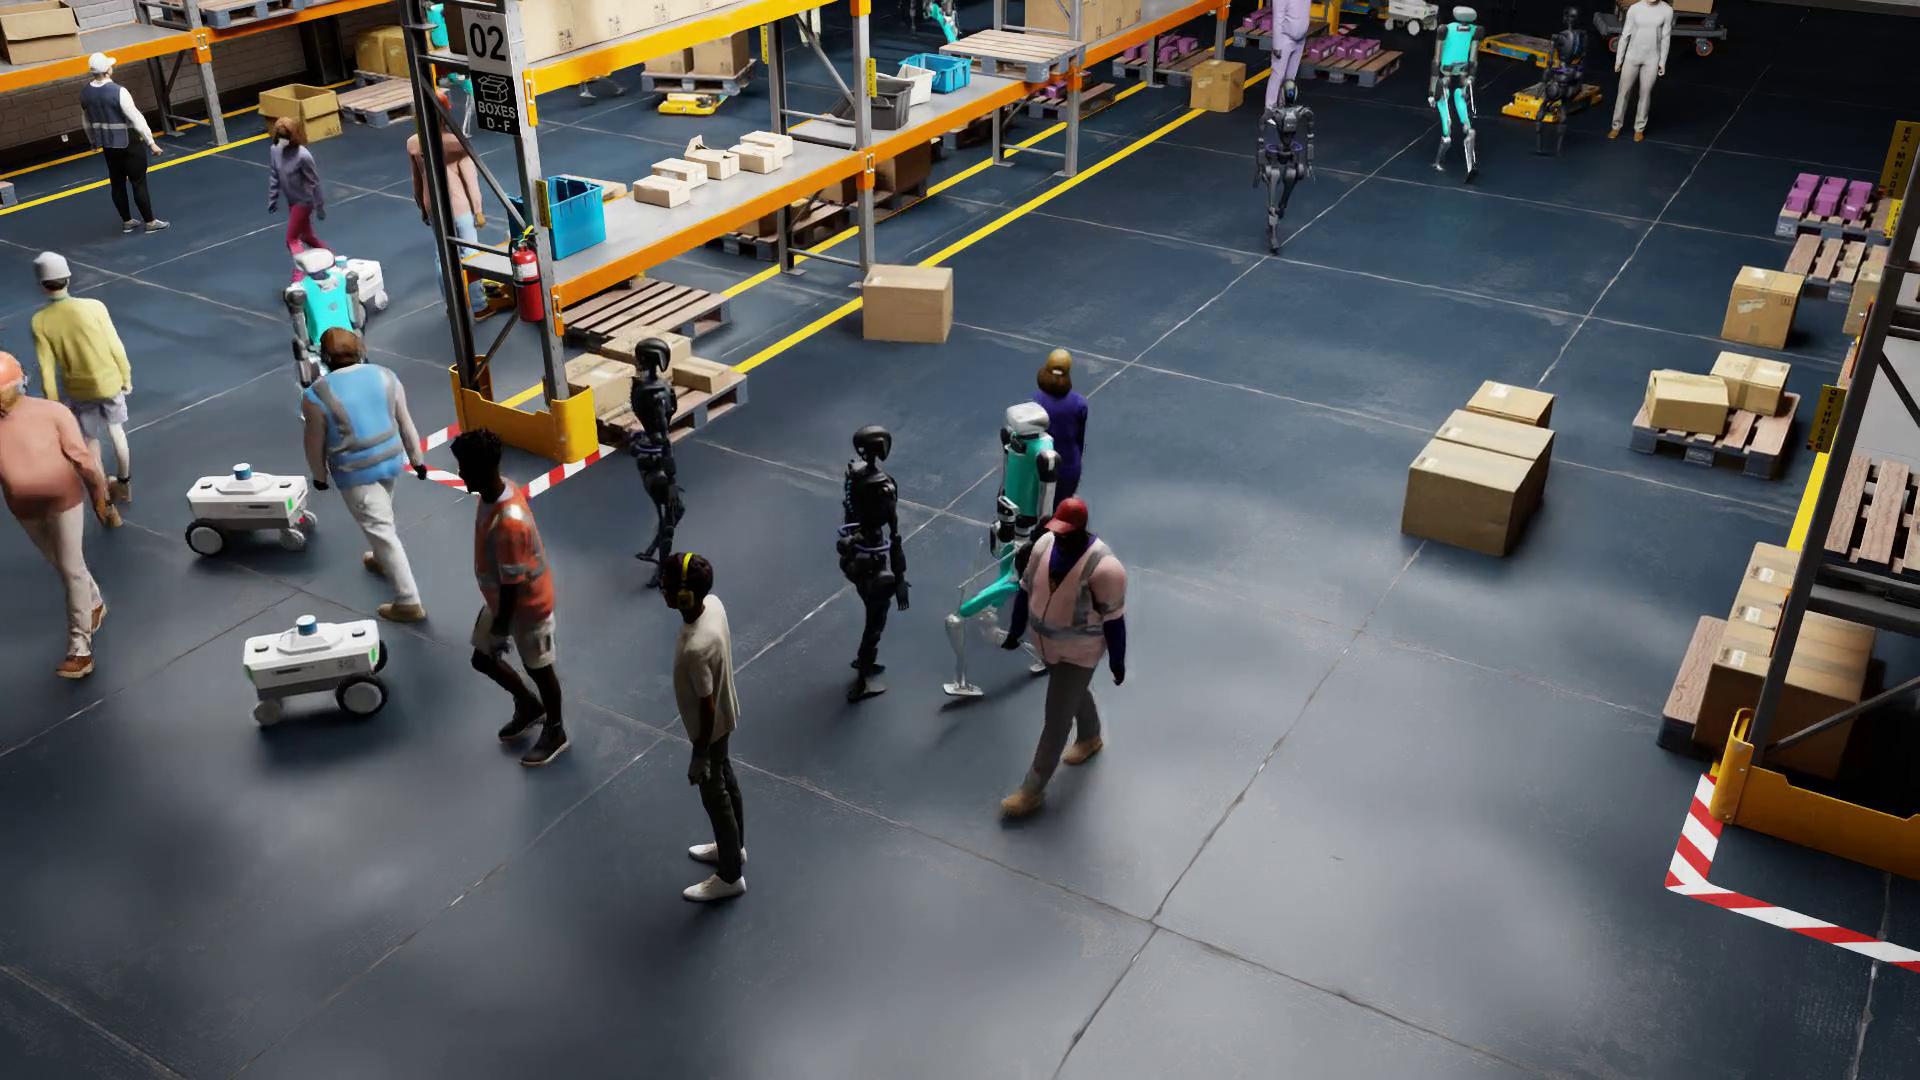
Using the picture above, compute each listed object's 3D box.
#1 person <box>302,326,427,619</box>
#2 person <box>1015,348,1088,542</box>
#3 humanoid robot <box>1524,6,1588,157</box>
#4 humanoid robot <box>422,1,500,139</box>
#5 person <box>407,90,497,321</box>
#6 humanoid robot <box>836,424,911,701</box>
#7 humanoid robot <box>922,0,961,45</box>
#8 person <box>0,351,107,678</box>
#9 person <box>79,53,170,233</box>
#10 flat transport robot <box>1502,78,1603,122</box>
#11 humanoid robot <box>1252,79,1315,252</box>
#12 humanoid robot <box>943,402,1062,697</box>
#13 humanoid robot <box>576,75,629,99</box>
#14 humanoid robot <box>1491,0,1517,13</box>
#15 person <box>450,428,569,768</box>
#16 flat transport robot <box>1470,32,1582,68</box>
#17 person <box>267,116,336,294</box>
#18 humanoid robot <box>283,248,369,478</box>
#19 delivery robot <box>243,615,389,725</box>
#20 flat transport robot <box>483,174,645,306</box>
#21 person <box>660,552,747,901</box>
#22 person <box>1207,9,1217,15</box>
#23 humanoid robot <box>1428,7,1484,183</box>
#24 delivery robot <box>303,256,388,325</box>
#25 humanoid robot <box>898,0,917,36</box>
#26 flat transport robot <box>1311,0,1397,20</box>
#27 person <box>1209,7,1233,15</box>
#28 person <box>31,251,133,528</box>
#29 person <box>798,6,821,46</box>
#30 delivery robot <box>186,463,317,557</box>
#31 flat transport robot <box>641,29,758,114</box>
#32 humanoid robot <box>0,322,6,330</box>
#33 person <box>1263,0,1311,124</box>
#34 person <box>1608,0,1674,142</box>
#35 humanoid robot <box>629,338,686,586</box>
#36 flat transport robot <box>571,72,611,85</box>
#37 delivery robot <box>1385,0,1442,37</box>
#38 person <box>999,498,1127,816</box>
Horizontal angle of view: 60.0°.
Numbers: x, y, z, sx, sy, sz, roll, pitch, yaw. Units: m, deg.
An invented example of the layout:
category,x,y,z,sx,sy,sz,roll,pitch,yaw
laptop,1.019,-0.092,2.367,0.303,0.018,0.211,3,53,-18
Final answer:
category,x,y,z,sx,sy,sz,roll,pitch,yaw
person,-3.603,-0.430,10.192,0.891,1.772,0.650,18,34,29
person,0.532,-0.442,10.363,0.485,1.594,0.624,-9,31,-15
humanoid robot,6.728,-5.135,18.594,0.612,1.643,0.413,-13,32,-22
humanoid robot,-5.653,-5.477,19.206,0.547,1.832,0.869,25,38,37
person,-4.361,-2.849,14.245,0.619,1.990,0.396,8,31,14
humanoid robot,-0.518,0.115,9.302,0.401,1.648,0.602,-17,34,-28
humanoid robot,-0.178,-6.948,21.761,0.826,1.797,0.541,-25,38,-37
person,-5.304,-0.173,9.547,0.624,1.946,0.989,-1,30,-3
person,-8.214,-3.868,16.269,0.749,1.759,0.416,5,30,9
flat transport robot,7.341,-5.442,20.569,0.659,0.231,1.431,24,37,36
humanoid robot,3.122,-3.587,15.906,0.608,1.623,0.792,-3,30,-6
humanoid robot,0.162,0.119,9.288,1.027,1.766,0.555,-13,32,-22
humanoid robot,-4.586,-6.227,20.519,0.566,1.755,1.064,21,36,32
humanoid robot,8.326,-8.841,25.136,0.599,1.657,0.315,6,30,11
person,-2.344,0.330,8.664,0.514,1.938,0.582,-22,36,-33
flat transport robot,7.790,-6.726,22.840,0.659,0.231,1.431,-19,35,-30
person,-5.919,-3.015,14.913,0.598,1.591,0.497,-25,38,-36
humanoid robot,-4.470,-1.212,11.619,0.732,1.806,0.549,22,36,33
delivery robot,-3.624,0.709,9.417,0.818,0.614,0.499,-9,31,-15
flat transport robot,-3.594,-2.376,15.144,1.431,0.231,0.659,-7,30,-12
person,-1.200,0.881,7.768,0.333,1.862,0.517,0,29,1
person,3.680,-8.821,24.988,0.504,1.797,0.845,-12,32,-20
humanoid robot,5.412,-4.734,17.872,0.562,1.811,0.905,-6,30,-10
delivery robot,-5.351,-2.162,14.484,0.499,0.603,0.802,8,30,13
humanoid robot,-0.769,-8.188,24.046,0.599,1.626,0.774,2,30,4
flat transport robot,6.149,-8.158,25.372,1.431,0.231,0.659,21,36,32
person,3.975,-8.824,25.060,0.556,1.730,0.532,22,36,34
person,-5.831,-1.022,11.137,0.550,1.855,0.593,-18,34,-29
person,-2.136,-7.698,23.079,0.575,1.724,0.574,-4,30,-6
delivery robot,-4.727,-0.214,11.045,0.813,0.610,0.499,-1,29,-1
flat transport robot,-3.249,-5.625,20.892,0.659,0.231,1.431,5,30,8
humanoid robot,-8.454,-2.515,13.958,0.609,1.648,0.331,-24,37,-36
person,3.936,-5.910,19.757,0.641,1.892,0.395,-24,38,-36
person,7.826,-5.531,19.091,0.555,1.890,0.385,10,31,17
humanoid robot,-1.869,-0.481,10.359,0.338,1.643,0.616,-11,31,-19
flat transport robot,-5.367,-6.265,22.024,1.431,0.231,0.659,20,35,31
delivery robot,6.584,-7.637,24.161,0.499,0.595,0.792,-21,36,-33
person,0.509,0.551,8.505,0.902,1.702,0.640,-26,38,-37
